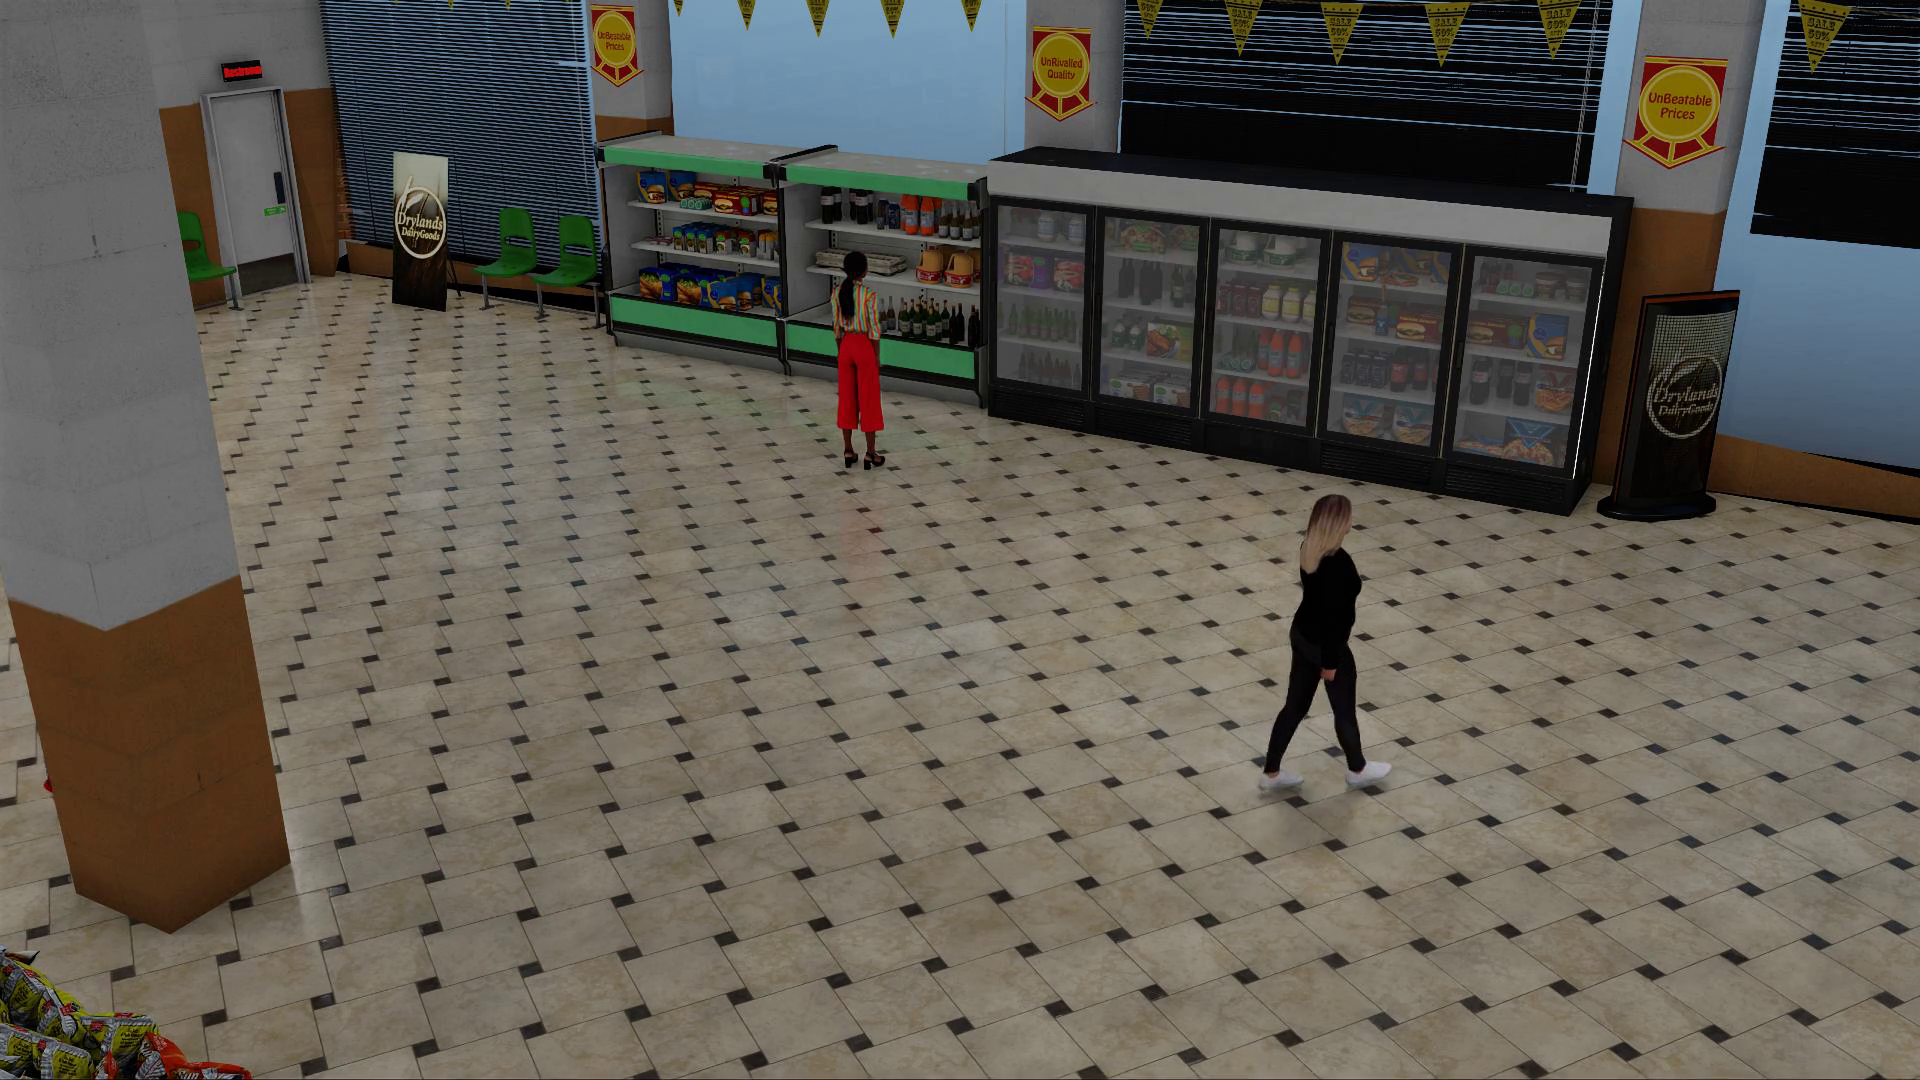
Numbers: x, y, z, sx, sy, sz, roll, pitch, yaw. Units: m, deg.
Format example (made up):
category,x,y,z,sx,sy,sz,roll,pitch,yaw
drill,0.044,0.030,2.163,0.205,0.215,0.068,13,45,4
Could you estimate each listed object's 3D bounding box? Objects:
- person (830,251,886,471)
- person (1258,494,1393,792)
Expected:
category,x,y,z,sx,sy,sz,roll,pitch,yaw
person,-0.831,-1.462,13.546,0.487,1.793,0.680,10,24,23
person,1.796,0.579,8.651,1.065,1.654,1.014,-6,23,-14
